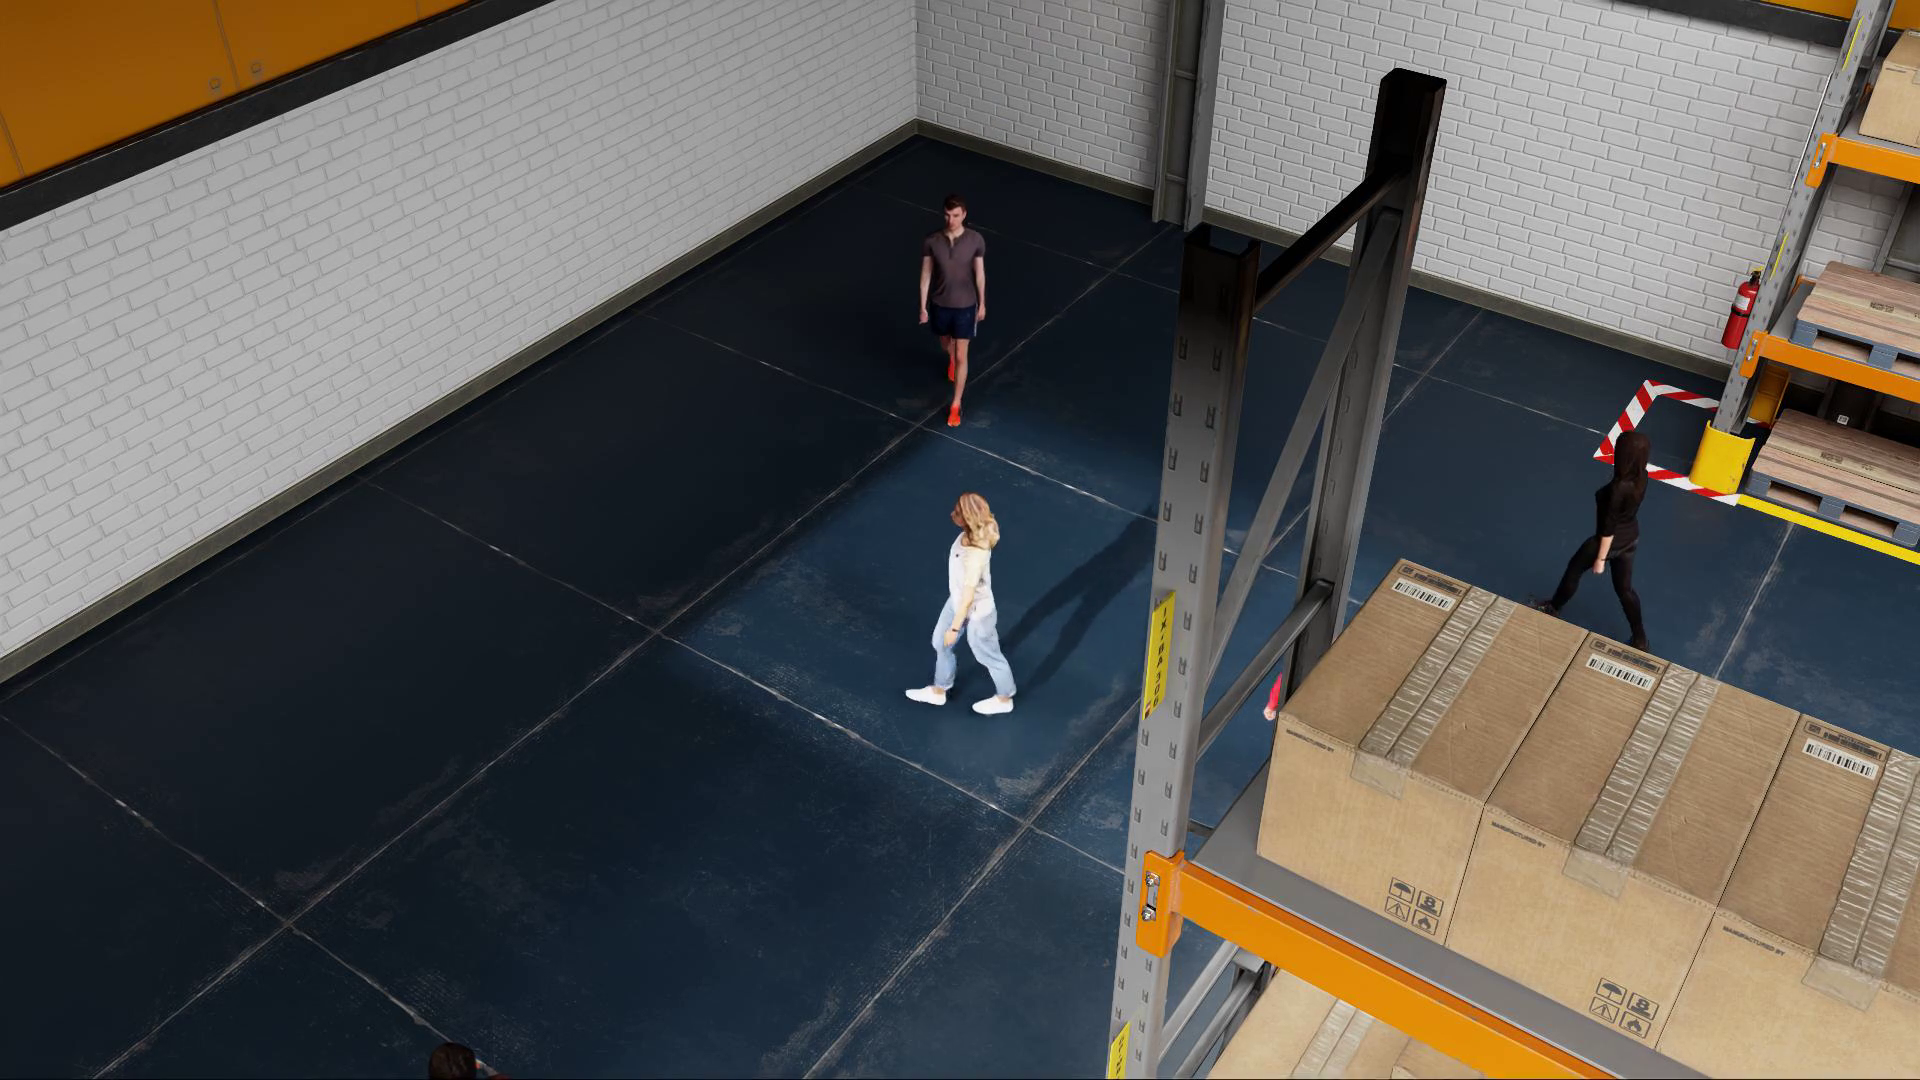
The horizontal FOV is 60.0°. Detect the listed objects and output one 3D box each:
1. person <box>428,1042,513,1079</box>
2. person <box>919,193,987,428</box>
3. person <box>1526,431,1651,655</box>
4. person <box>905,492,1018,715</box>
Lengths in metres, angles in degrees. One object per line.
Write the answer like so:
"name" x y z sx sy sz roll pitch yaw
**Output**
"person" -2.032 2.751 7.164 0.549 1.779 0.677 30 47 32
"person" -0.041 -1.870 12.921 1.204 1.816 1.090 5 39 6
"person" 4.269 0.060 10.672 0.779 1.607 1.143 -27 46 -29
"person" 0.182 0.435 10.132 1.053 1.694 0.952 -3 39 -4
